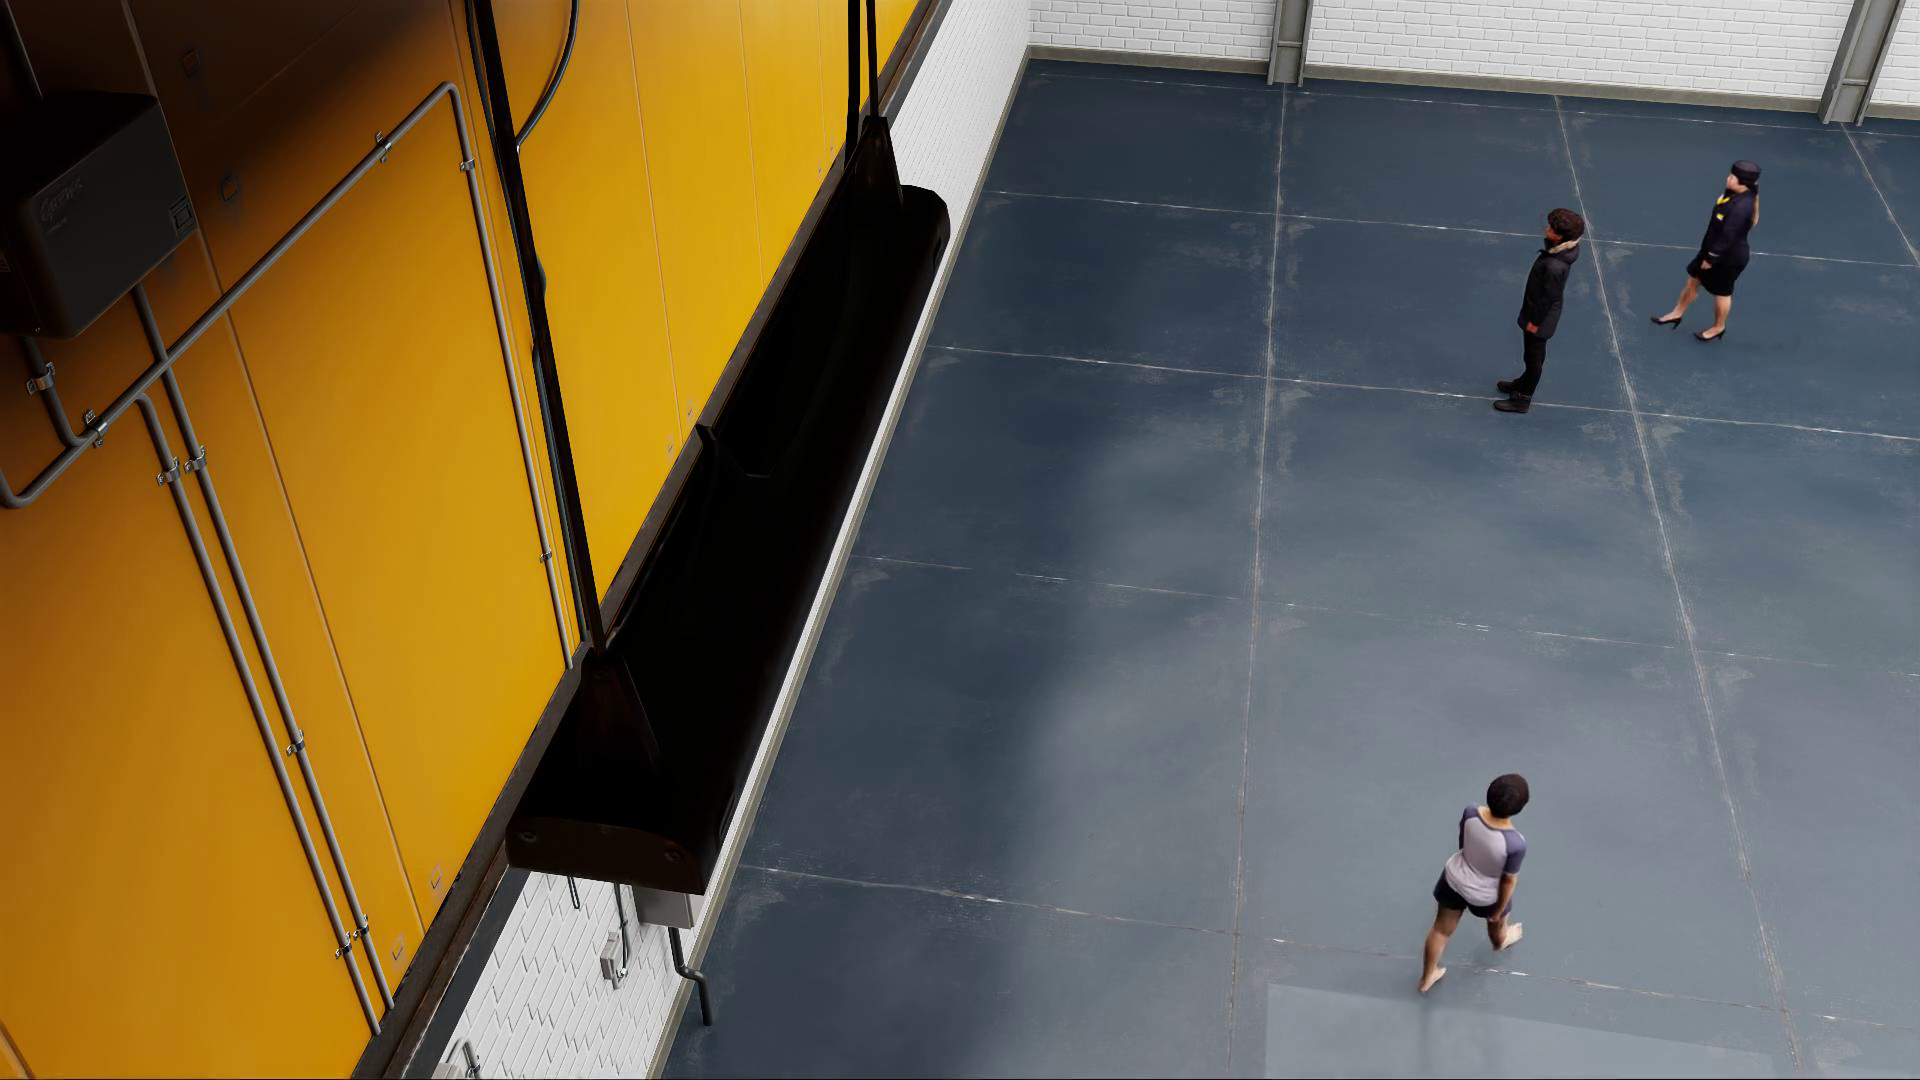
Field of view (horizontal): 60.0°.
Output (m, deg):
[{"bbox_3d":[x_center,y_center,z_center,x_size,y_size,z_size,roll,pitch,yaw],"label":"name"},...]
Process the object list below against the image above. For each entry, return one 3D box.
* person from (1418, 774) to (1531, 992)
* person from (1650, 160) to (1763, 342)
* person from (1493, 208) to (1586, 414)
[{"bbox_3d":[2.713,1.868,8.874,1.000,1.528,0.974,-28,46,-30],"label":"person"},{"bbox_3d":[6.567,-2.404,14.119,0.890,1.656,0.782,11,40,14],"label":"person"},{"bbox_3d":[4.670,-1.839,13.312,0.673,1.781,0.680,15,41,18],"label":"person"}]
